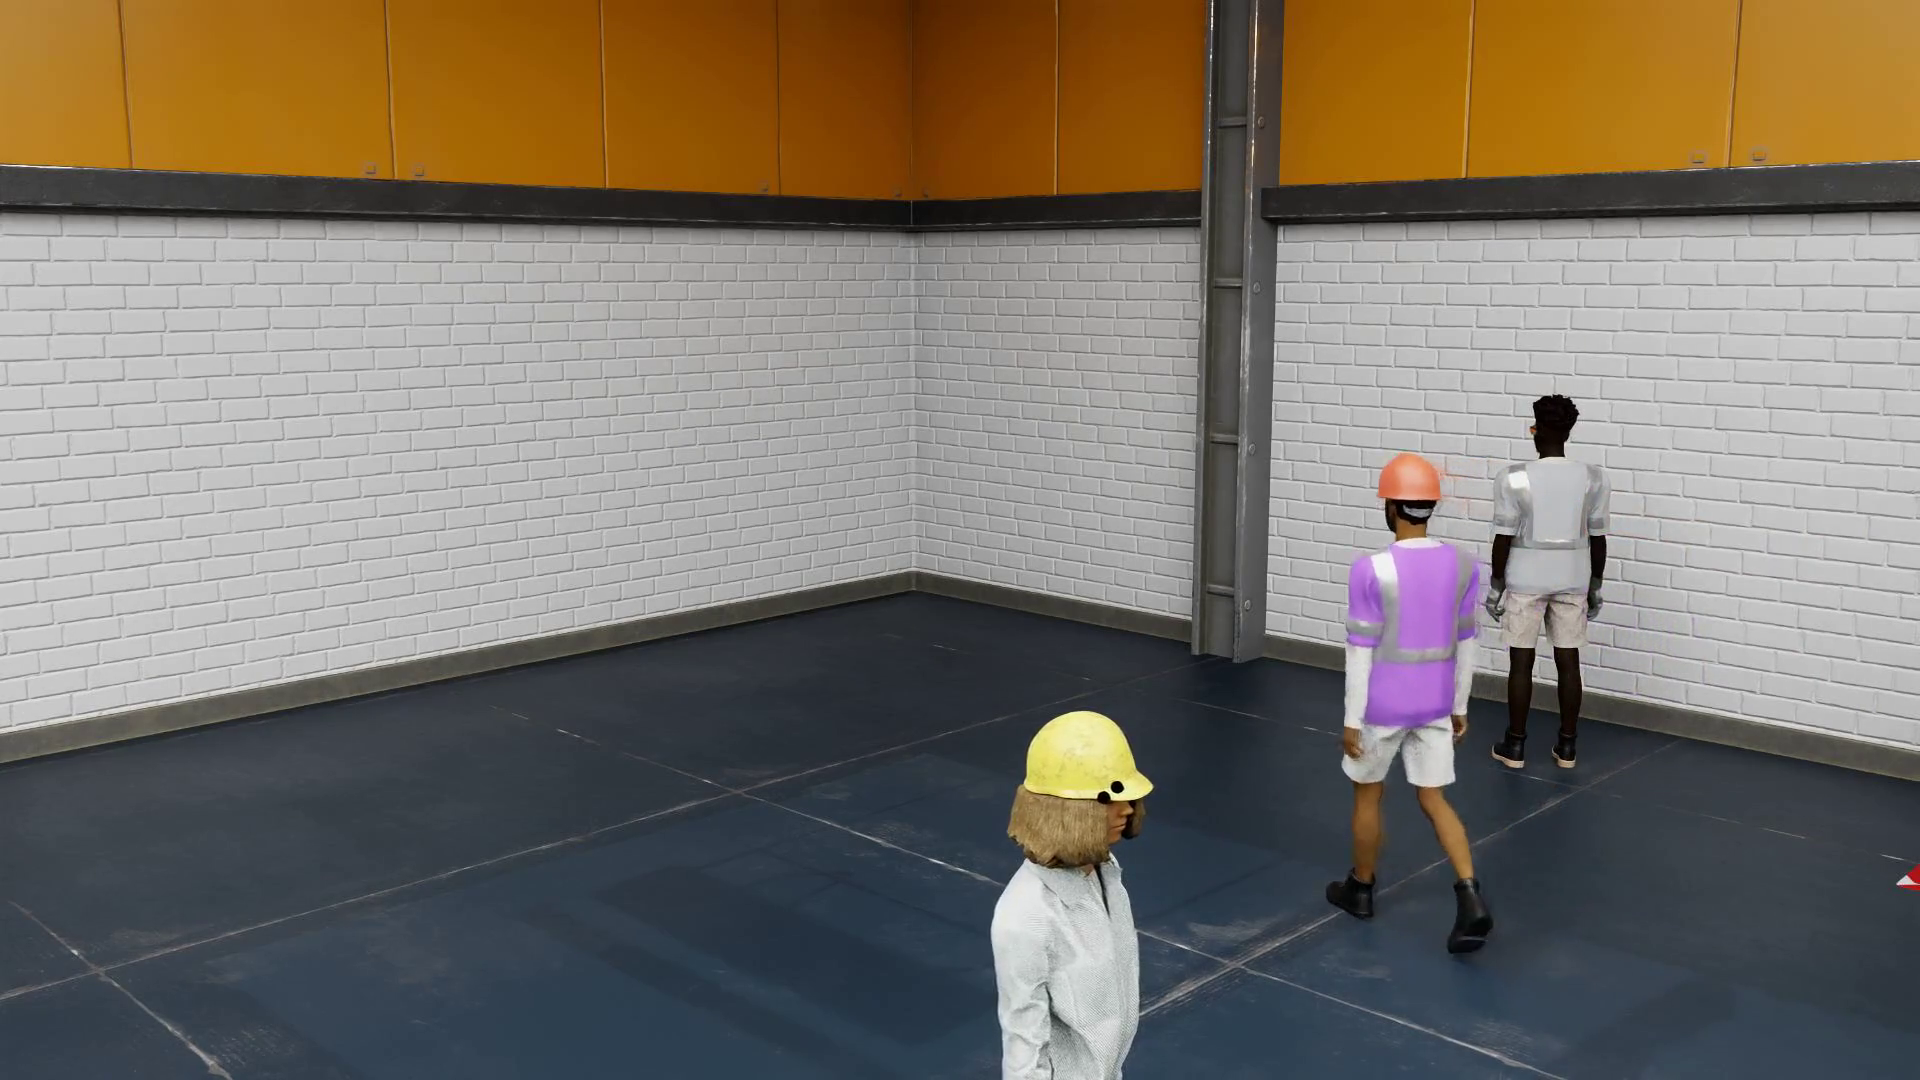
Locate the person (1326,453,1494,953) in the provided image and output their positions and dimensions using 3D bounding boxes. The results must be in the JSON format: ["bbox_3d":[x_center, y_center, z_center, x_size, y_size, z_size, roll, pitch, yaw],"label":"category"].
[{"bbox_3d":[1.741,0.622,6.405,0.559,1.912,0.864,-2,10,-15],"label":"person"}]

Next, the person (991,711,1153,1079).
[{"bbox_3d":[0.233,1.196,3.385,0.298,1.745,0.484,4,10,25],"label":"person"}]

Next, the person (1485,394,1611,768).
[{"bbox_3d":[3.059,0.221,8.684,0.611,1.966,0.362,0,9,3],"label":"person"}]
